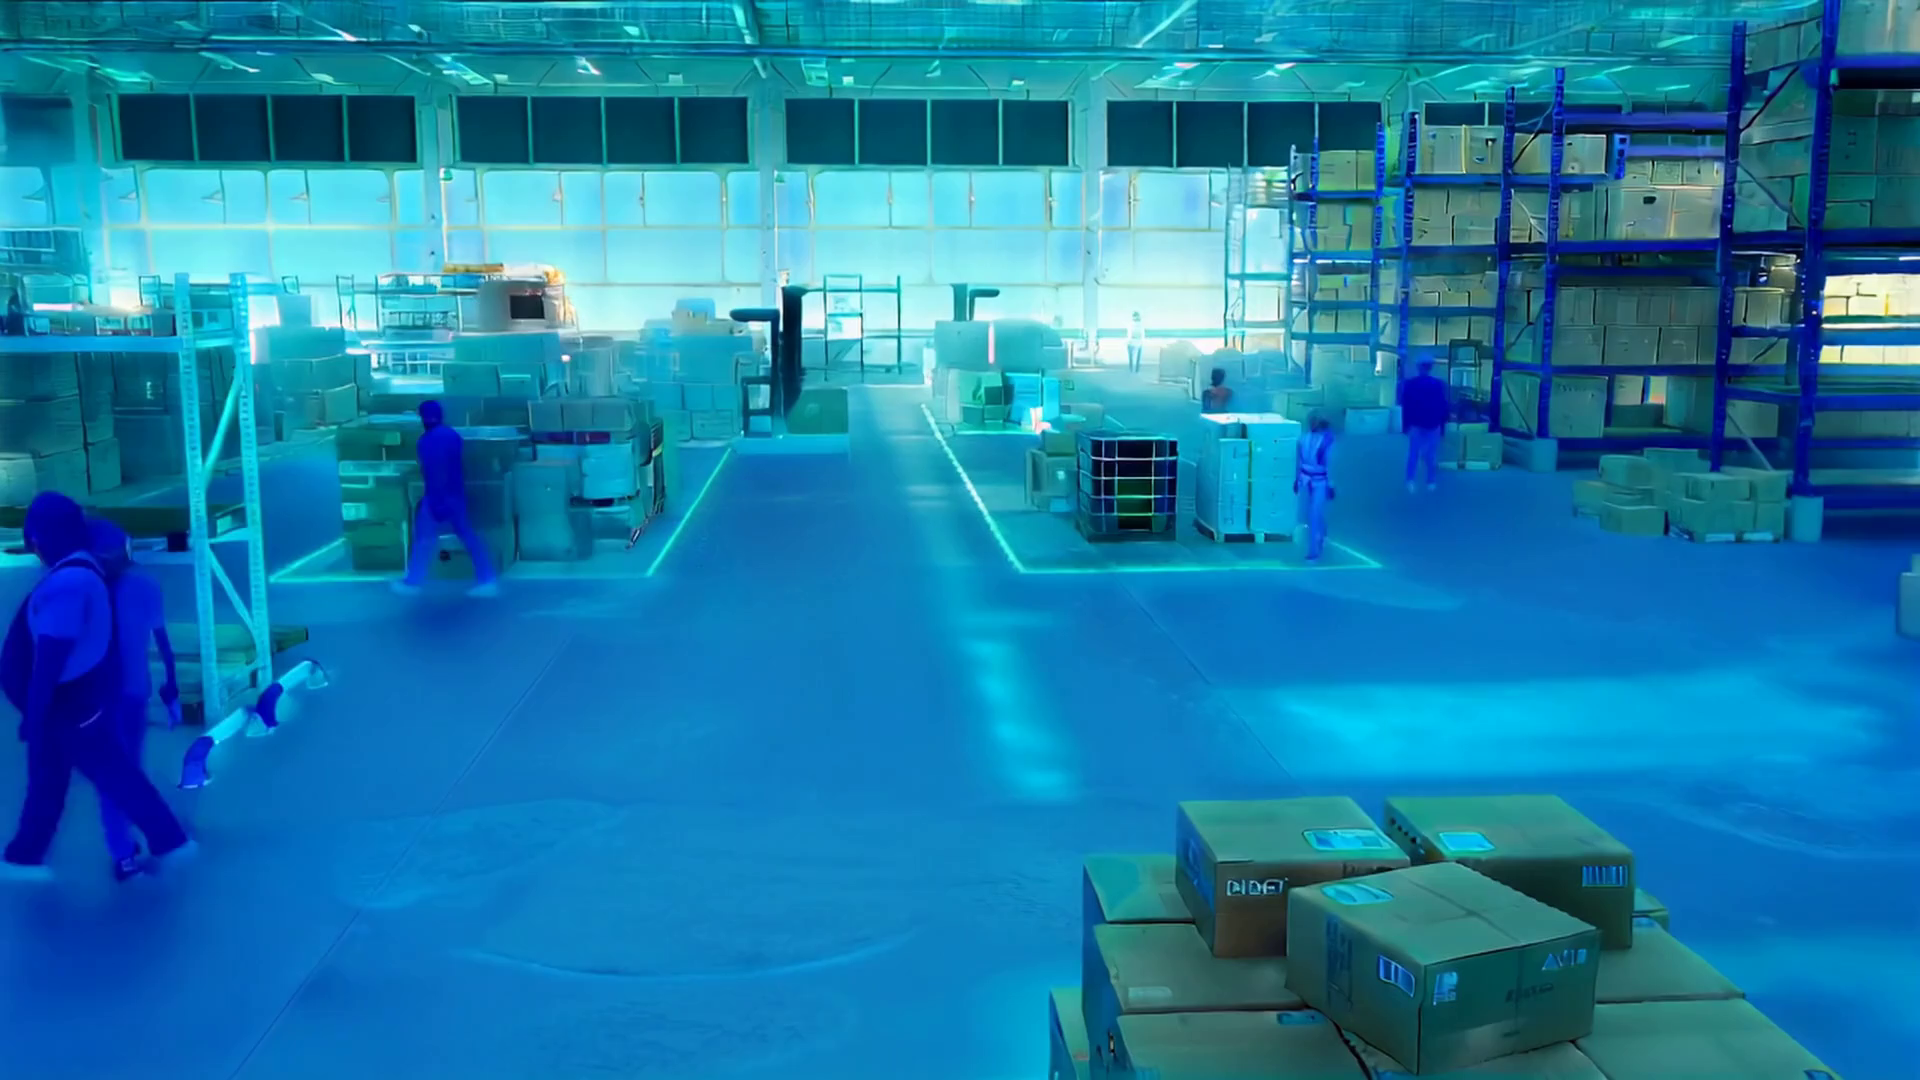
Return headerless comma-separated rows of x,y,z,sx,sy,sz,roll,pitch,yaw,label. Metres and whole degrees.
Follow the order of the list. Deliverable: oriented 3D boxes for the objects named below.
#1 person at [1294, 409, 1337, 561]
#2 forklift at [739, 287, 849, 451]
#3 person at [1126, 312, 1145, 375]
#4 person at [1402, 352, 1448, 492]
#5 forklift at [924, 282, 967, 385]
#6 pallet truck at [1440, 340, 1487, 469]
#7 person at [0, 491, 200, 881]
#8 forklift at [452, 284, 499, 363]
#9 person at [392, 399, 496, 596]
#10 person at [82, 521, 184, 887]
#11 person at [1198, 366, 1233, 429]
3.813,-0.596,17.725,0.488,1.626,0.517,-7,12,-38,person
-2.857,-2.959,28.607,1.873,2.768,1.129,-1,9,-4,forklift
5.341,-5.965,50.491,0.565,1.916,0.436,2,9,13,person
6.476,-1.640,23.210,0.627,1.966,0.873,5,10,29,person
-0.020,-5.569,44.998,1.873,2.768,1.129,-1,9,-4,forklift
8.004,-2.170,26.422,0.823,1.965,1.885,2,9,14,pallet truck
-4.359,0.703,8.246,1.047,2.000,0.693,-3,10,-18,person
-10.317,-4.215,36.494,1.873,2.768,1.129,-1,9,-4,forklift
-4.870,-0.388,15.639,1.068,1.885,0.623,4,10,21,person
-4.225,0.800,8.368,0.497,1.809,0.975,-7,12,-38,person
3.865,-1.757,24.837,0.535,1.668,0.708,-5,10,-29,person
